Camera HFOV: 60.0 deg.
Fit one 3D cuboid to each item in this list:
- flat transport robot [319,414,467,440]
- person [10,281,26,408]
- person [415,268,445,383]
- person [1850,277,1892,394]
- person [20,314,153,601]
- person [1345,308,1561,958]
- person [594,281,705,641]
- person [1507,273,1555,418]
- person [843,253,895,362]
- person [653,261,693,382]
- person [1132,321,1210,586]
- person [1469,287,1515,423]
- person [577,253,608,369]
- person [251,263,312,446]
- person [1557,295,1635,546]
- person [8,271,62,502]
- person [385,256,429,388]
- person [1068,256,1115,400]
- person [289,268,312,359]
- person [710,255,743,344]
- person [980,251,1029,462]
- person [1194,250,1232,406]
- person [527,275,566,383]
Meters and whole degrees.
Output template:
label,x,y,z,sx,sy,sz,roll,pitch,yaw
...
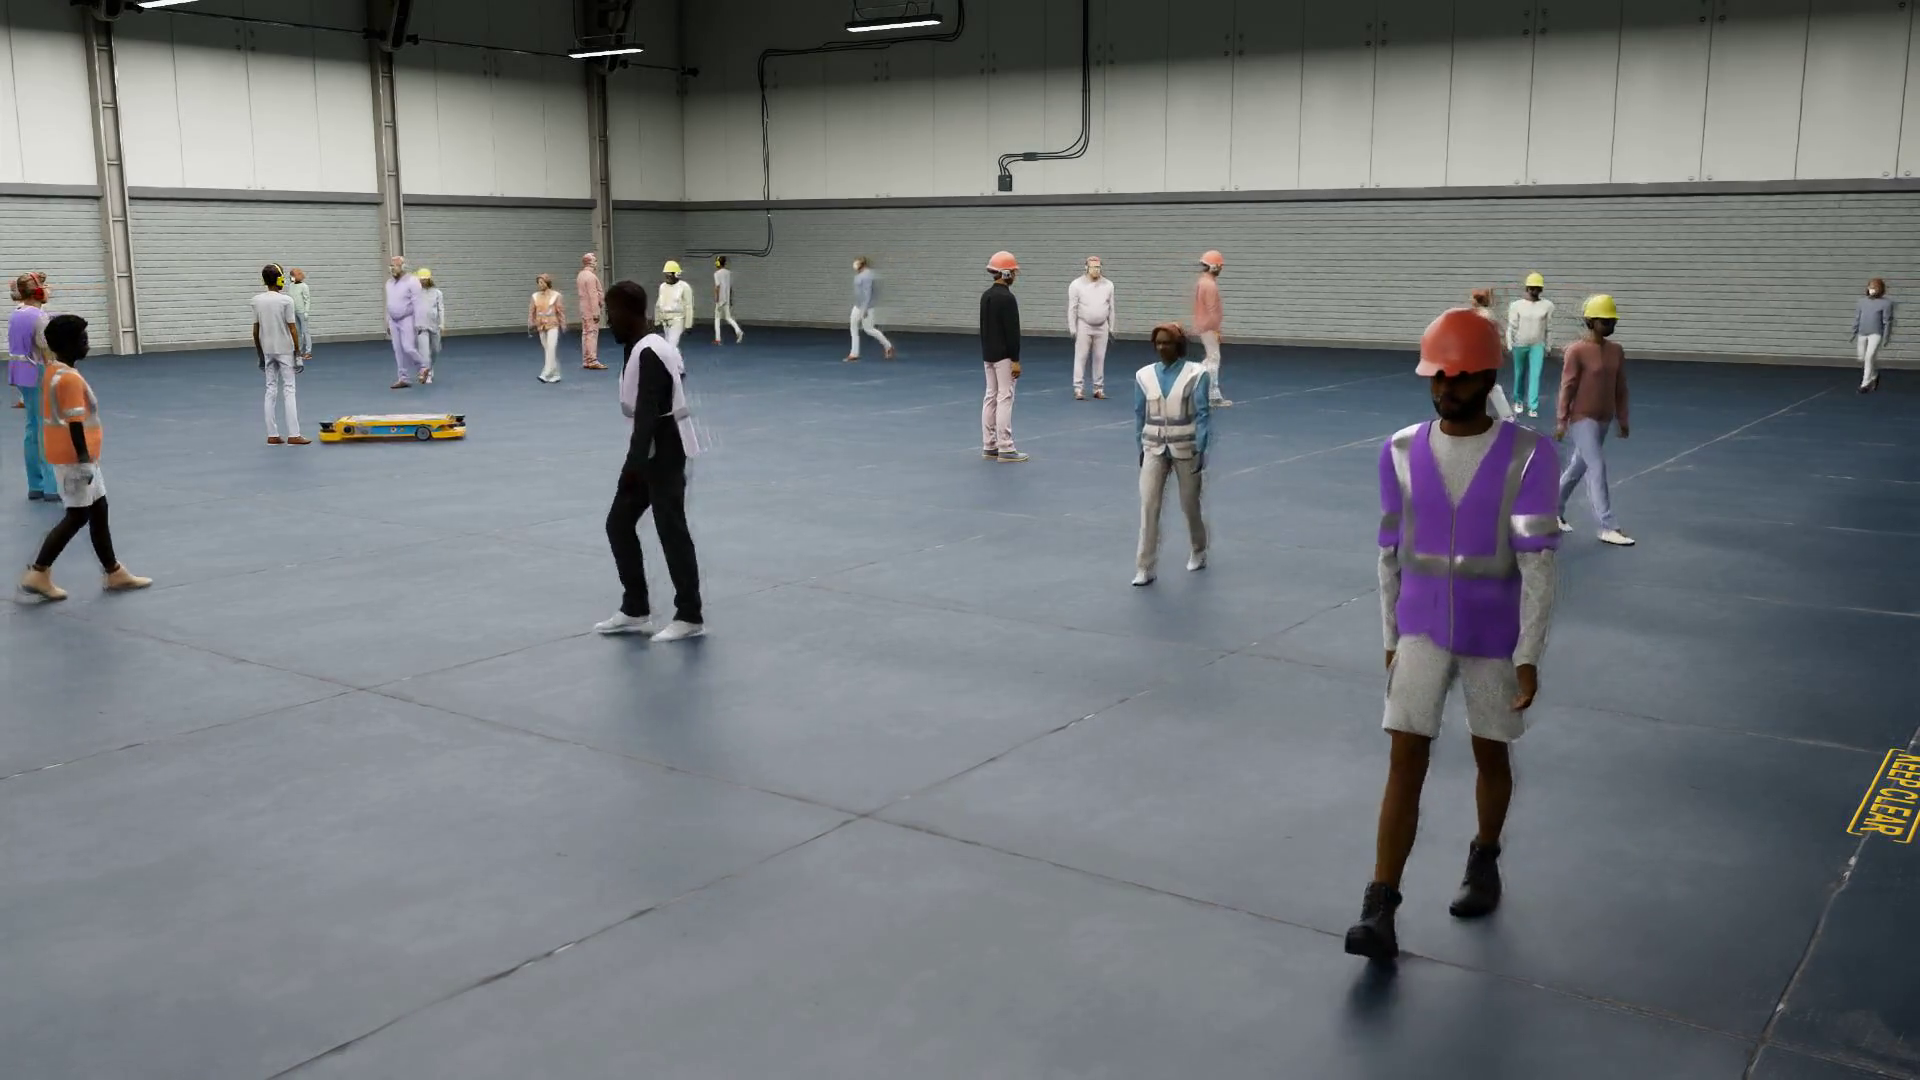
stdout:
label,x,y,z,sx,sy,sz,roll,pitch,yaw
flat transport robot,-6.027,-1.210,17.725,1.431,0.197,0.652,-2,10,-12
person,-11.671,-2.465,20.976,0.631,1.613,0.493,-1,10,-5
person,-8.007,-3.226,24.964,0.485,1.717,0.725,-6,12,-28
person,12.704,-2.847,23.123,0.691,1.613,0.497,-6,12,-30
person,-5.182,-0.481,9.712,0.700,1.675,0.540,-7,12,-33
person,1.441,0.277,4.866,0.549,1.883,0.985,6,12,29
person,-1.684,-0.401,8.723,0.687,1.881,0.579,-4,11,-23
person,6.890,-2.360,20.119,0.535,1.725,0.908,3,10,14
person,-1.614,-4.071,29.181,0.866,1.906,0.629,-6,12,-28
person,-4.277,-3.233,24.734,0.601,1.819,0.466,8,13,38
person,1.326,-0.559,10.328,0.510,1.604,0.830,5,11,24
person,5.865,-2.046,18.721,0.875,1.598,0.509,3,10,15
person,-6.082,-3.776,27.504,0.409,1.913,0.646,-6,12,-29
person,-6.994,-1.899,17.103,0.513,1.872,0.328,2,10,10
person,4.459,-0.862,11.721,0.535,1.720,0.893,-5,11,-28
person,-7.419,-1.228,13.399,0.569,1.849,0.384,8,13,37
person,-7.987,-3.130,23.920,0.669,1.893,0.489,5,11,27
person,1.761,-2.815,22.140,0.651,1.904,0.403,-3,10,-15
person,-11.925,-4.084,30.006,0.499,1.634,0.289,5,11,28
person,-4.809,-4.917,34.074,0.775,1.853,0.521,9,13,40
person,0.404,-1.745,15.884,0.375,1.997,0.609,-5,11,-28
person,3.206,-2.692,21.213,0.499,1.987,0.637,0,10,-2
person,-6.166,-3.113,24.642,0.548,1.594,0.830,3,11,19
